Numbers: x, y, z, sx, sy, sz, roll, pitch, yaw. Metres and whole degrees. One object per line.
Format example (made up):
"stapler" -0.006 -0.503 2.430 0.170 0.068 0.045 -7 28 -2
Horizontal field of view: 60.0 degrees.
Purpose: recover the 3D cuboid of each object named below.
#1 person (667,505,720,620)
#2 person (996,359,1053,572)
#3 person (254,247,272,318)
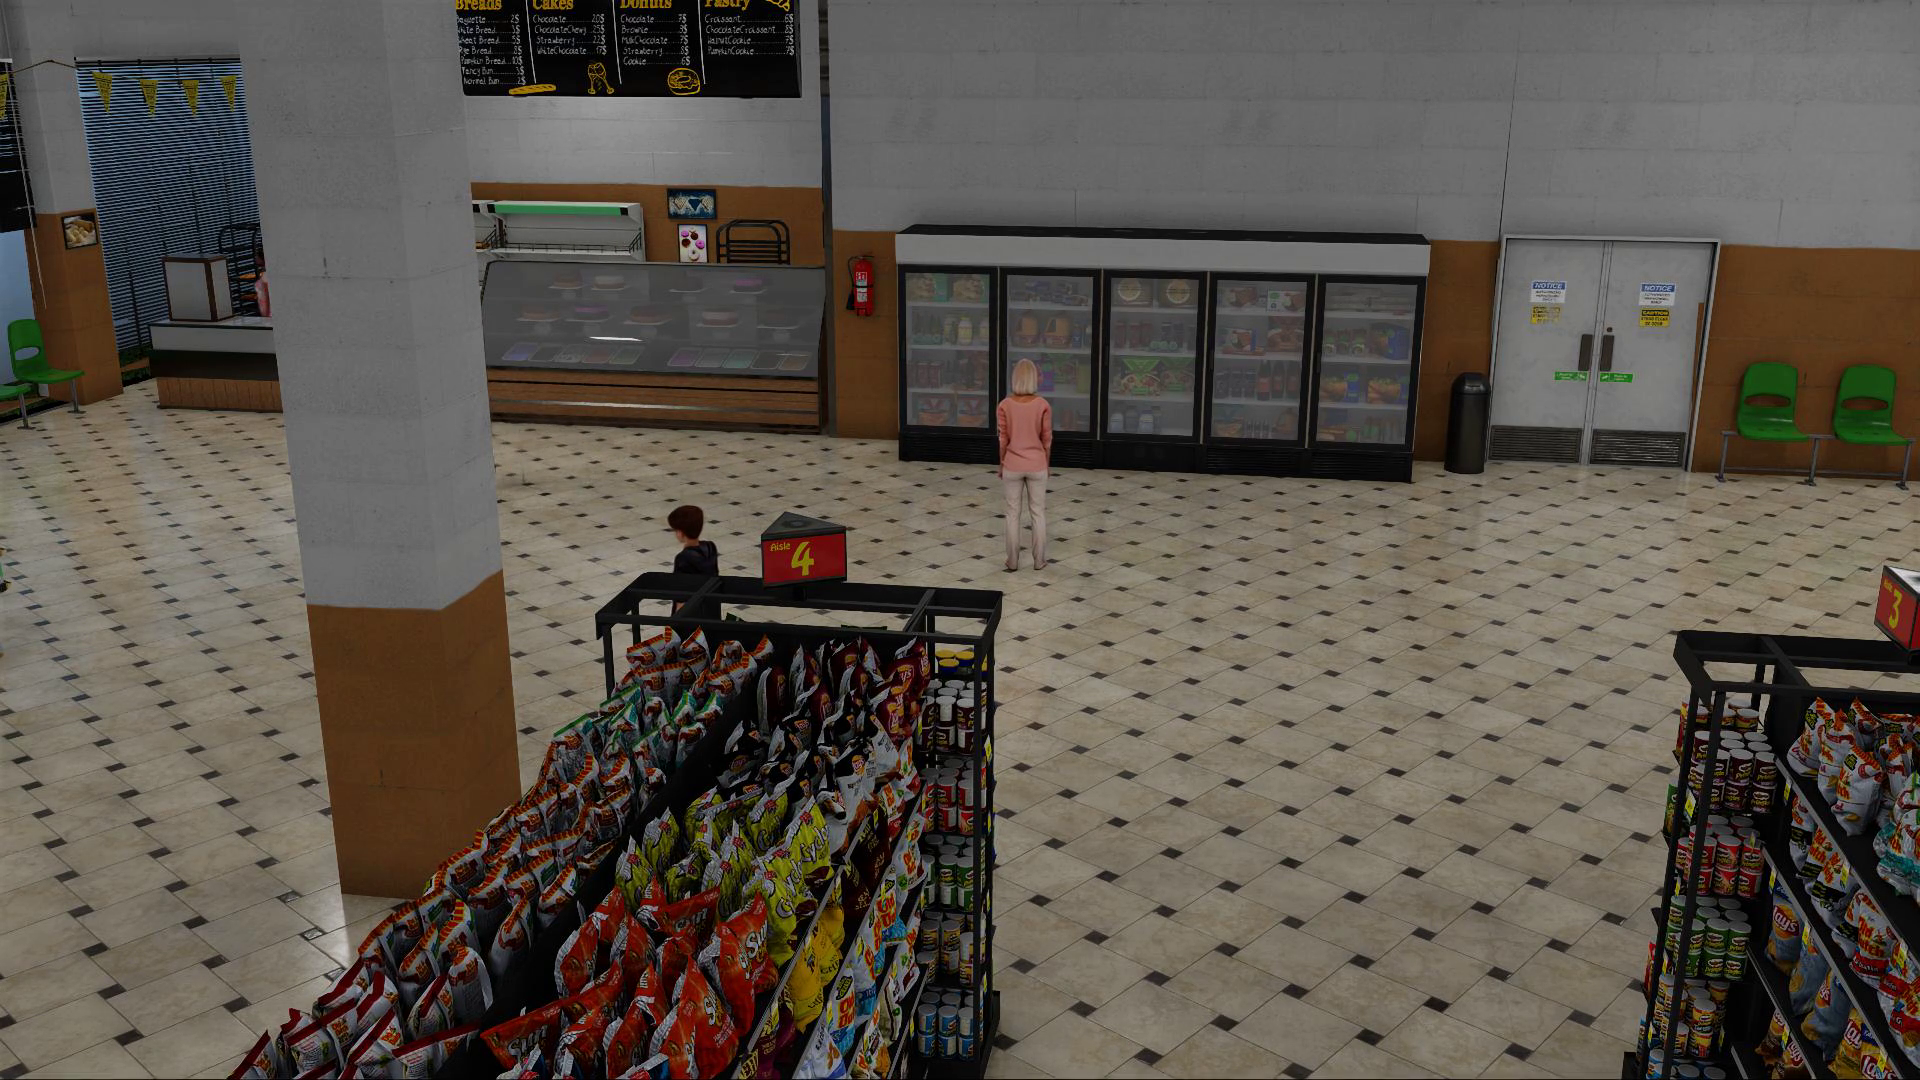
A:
"person" -1.632 0.480 10.283 0.658 1.451 0.546 9 19 27
"person" 0.518 -0.605 13.384 0.629 1.724 0.560 1 17 2
"person" -8.388 -2.711 20.290 0.708 1.741 0.586 -4 17 -13
